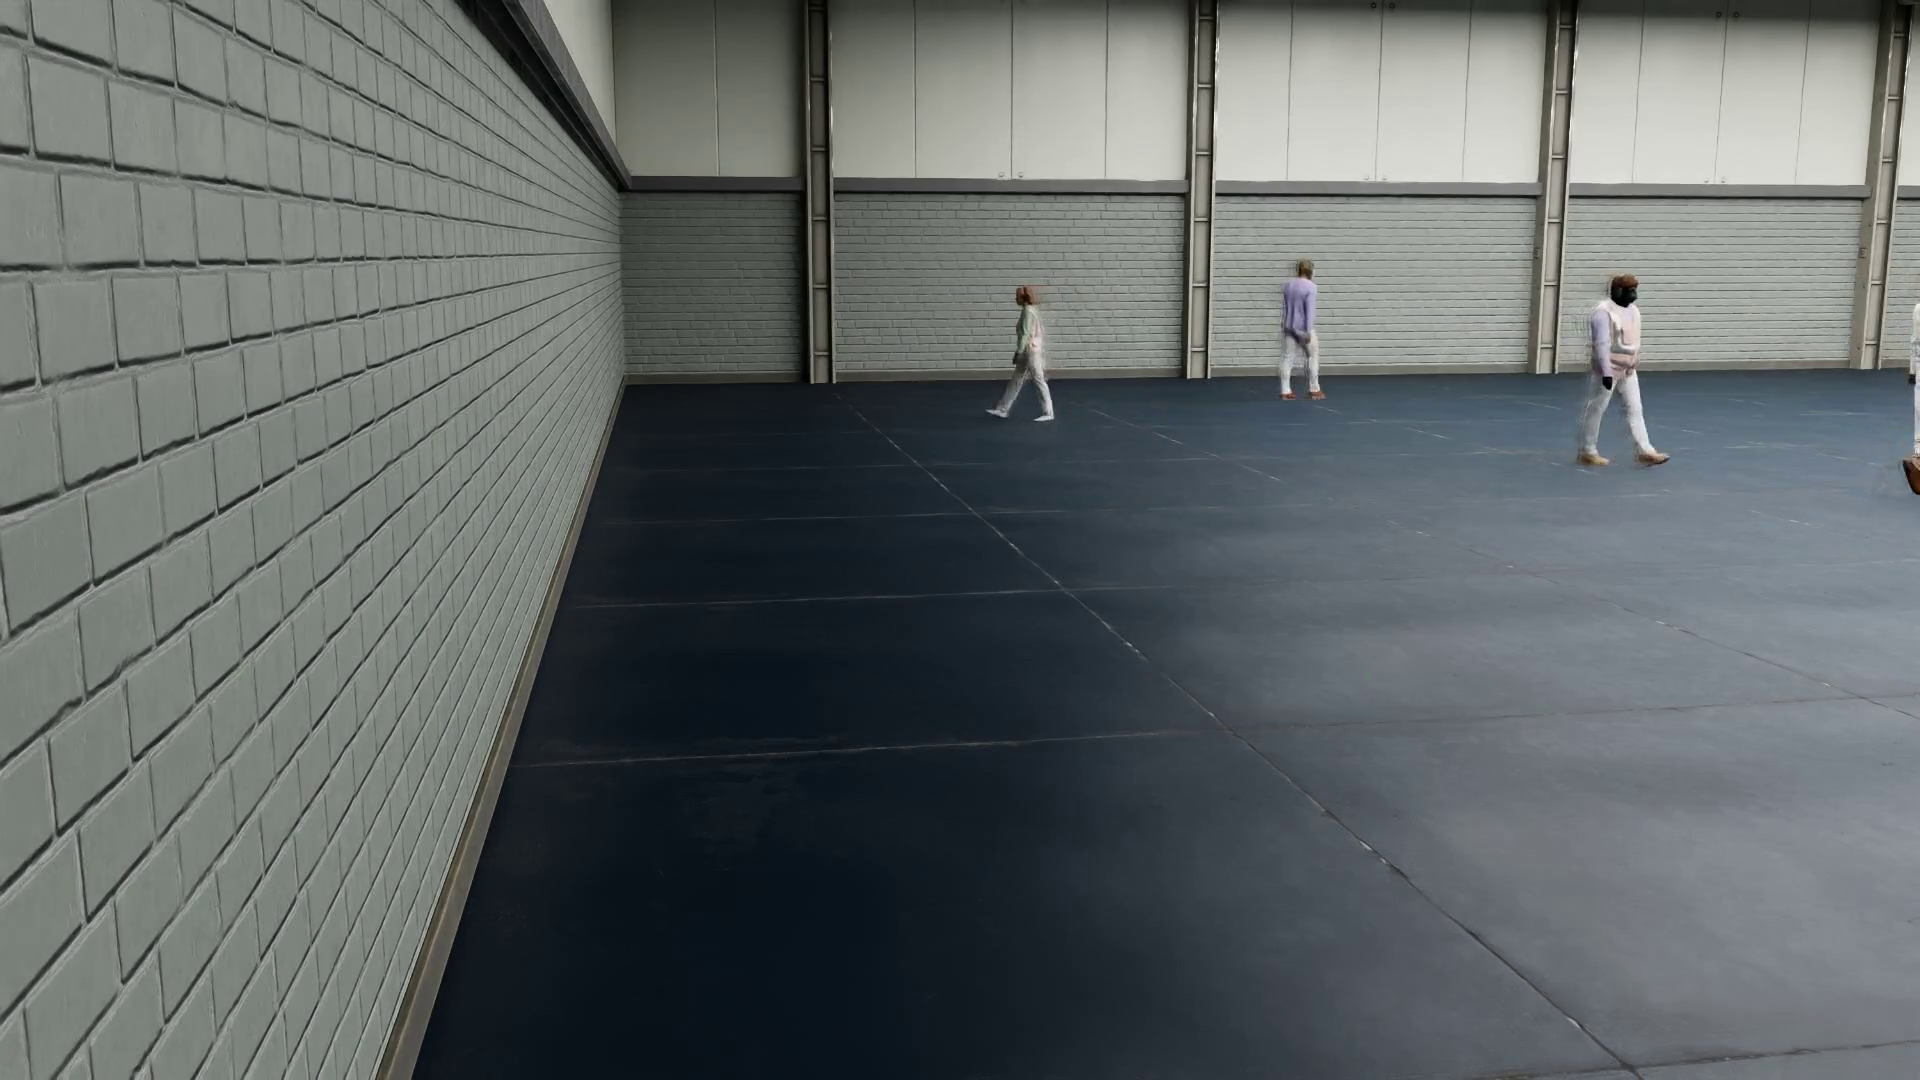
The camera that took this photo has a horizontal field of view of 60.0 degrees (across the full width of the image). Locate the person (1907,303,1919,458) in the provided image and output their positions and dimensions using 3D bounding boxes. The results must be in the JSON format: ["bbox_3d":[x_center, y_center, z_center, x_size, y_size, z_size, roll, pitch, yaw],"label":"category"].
[{"bbox_3d":[9.366,-1.645,15.844,0.790,1.861,0.583,-8,13,-40],"label":"person"}]

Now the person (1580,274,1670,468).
[{"bbox_3d":[6.200,-1.556,15.469,0.660,1.803,0.900,-6,12,-33],"label":"person"}]

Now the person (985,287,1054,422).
[{"bbox_3d":[0.732,-2.188,19.720,0.849,1.597,0.533,-1,10,-5],"label":"person"}]

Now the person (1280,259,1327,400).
[{"bbox_3d":[4.687,-2.850,22.629,0.816,1.906,0.644,-7,12,-34],"label":"person"}]

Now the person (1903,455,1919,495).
[{"bbox_3d":[8.222,-1.259,13.554,0.768,1.882,0.646,4,11,23],"label":"person"}]
